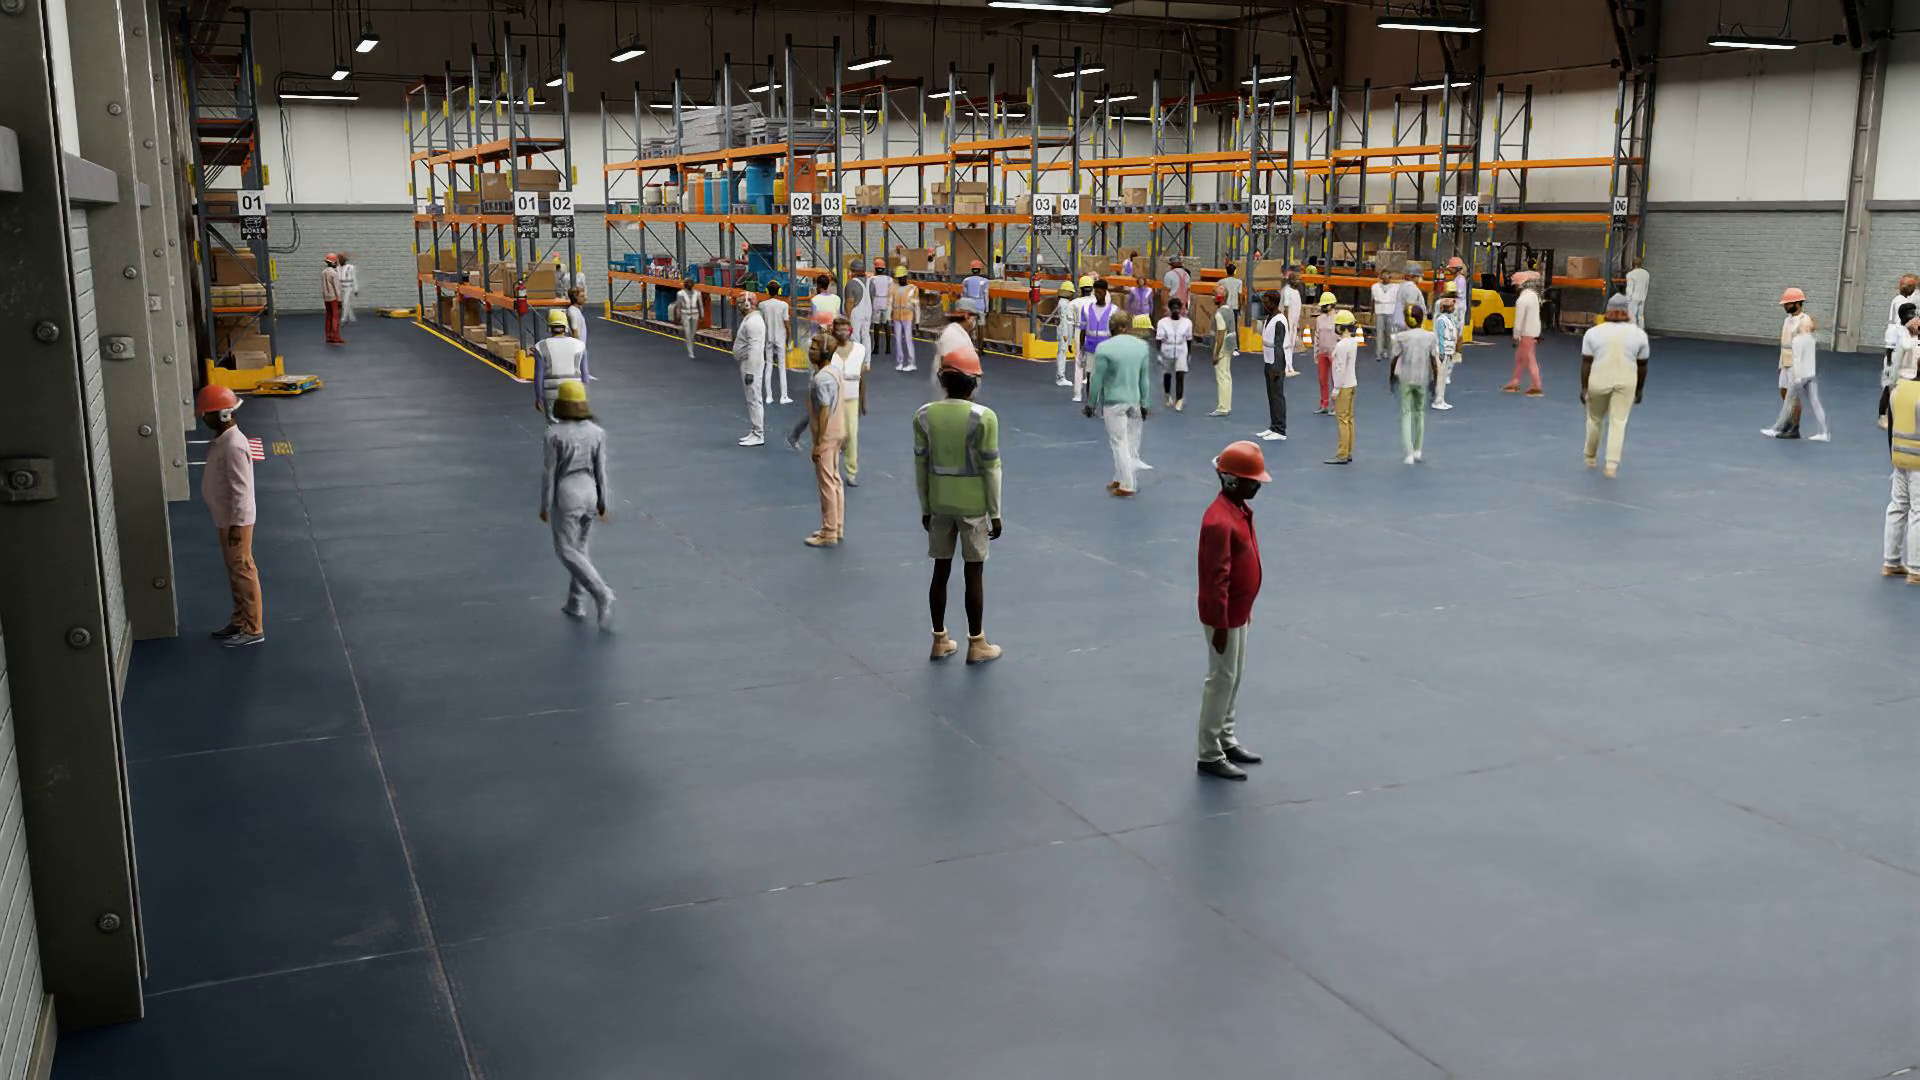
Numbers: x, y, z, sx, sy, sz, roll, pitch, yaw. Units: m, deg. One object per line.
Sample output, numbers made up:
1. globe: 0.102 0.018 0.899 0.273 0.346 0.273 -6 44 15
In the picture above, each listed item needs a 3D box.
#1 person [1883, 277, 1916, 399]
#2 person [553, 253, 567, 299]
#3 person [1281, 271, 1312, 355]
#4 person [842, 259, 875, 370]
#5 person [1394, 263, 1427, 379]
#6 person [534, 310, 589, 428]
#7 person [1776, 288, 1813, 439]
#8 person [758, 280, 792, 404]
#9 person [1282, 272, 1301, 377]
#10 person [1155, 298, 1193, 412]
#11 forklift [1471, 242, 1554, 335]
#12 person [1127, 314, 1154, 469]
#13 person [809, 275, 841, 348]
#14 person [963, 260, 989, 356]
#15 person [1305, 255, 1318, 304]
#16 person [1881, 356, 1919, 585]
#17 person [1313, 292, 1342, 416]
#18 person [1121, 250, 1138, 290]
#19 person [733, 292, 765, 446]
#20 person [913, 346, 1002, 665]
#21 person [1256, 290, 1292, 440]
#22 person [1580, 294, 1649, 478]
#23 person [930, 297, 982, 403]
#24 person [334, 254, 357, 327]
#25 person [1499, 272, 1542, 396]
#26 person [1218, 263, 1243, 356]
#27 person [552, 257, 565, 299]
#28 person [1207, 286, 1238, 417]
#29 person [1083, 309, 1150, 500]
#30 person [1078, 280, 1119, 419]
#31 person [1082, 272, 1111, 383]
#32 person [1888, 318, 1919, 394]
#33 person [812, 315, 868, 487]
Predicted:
1. person: 14.620 -3.141 25.887 0.354 1.887 0.573 5 12 24
2. person: -11.427 -7.273 47.223 0.562 1.752 0.327 -10 15 -41
3. person: 6.698 -4.605 33.809 0.895 1.705 0.562 -3 12 -16
4. person: -1.898 -4.099 30.362 0.539 2.000 0.688 9 14 39
5. person: 7.814 -3.774 28.709 0.650 2.000 0.691 -2 11 -9
6. person: -4.351 -1.593 18.164 0.597 1.828 0.403 -5 12 -24
7. person: 10.653 -2.262 21.341 0.389 1.923 0.550 0 11 0
8. person: -2.797 -3.001 25.206 0.513 1.877 0.328 2 11 11
9. person: 5.857 -3.809 29.385 0.350 1.847 0.506 7 13 33
10. person: 3.135 -2.731 24.399 0.544 1.653 0.829 1 11 7
11. forklift: 13.047 -6.049 39.881 2.313 2.155 1.214 -5 12 -23
12. person: 2.020 -1.674 18.800 0.324 1.740 0.492 -2 11 -9
13. person: -2.100 -3.173 25.965 0.390 1.920 0.587 10 15 42
14. person: 0.328 -4.678 33.604 0.549 1.931 0.389 4 12 18
15. person: 9.811 -7.083 46.404 0.319 1.698 0.532 -3 11 -14
16. person: 7.498 -0.573 12.968 0.428 1.838 0.622 -1 11 -6
17. person: 5.262 -2.659 23.781 0.342 1.755 0.532 -8 14 -36
18. person: 4.906 -7.360 47.521 0.669 1.810 0.502 2 11 12
19. person: -2.621 -2.128 20.686 0.404 1.906 0.652 -1 11 -4
20. person: 0.003 -0.220 10.655 0.607 2.040 0.378 6 13 27
21. person: 4.023 -2.231 21.219 0.397 1.910 0.587 -1 11 -3
22. person: 7.217 -1.746 18.406 0.695 2.000 1.022 3 12 16
23. person: -0.039 -1.605 17.689 0.764 2.000 0.725 2 11 10
24. person: -15.705 -6.338 42.254 0.598 1.833 0.959 3 12 16
25. person: 8.867 -3.247 26.305 0.882 1.932 0.662 8 14 36
26. person: 5.462 -4.661 33.653 0.513 1.872 0.328 2 11 9
27. person: -10.652 -6.593 43.844 0.495 1.725 0.597 -5 12 -25
28. person: 3.730 -2.666 23.578 0.390 1.846 0.564 5 12 23
29. person: 1.566 -1.373 16.856 0.624 1.912 0.690 -9 14 -38
30. person: 1.994 -2.692 23.510 0.633 1.945 0.620 3 12 16
31. person: 2.245 -3.559 28.002 0.398 1.900 0.634 -8 13 -34
32. person: 11.435 -1.851 19.990 0.551 1.618 0.441 0 11 -2
33. person: -1.298 -1.499 17.735 0.602 1.816 0.688 -4 12 -18
